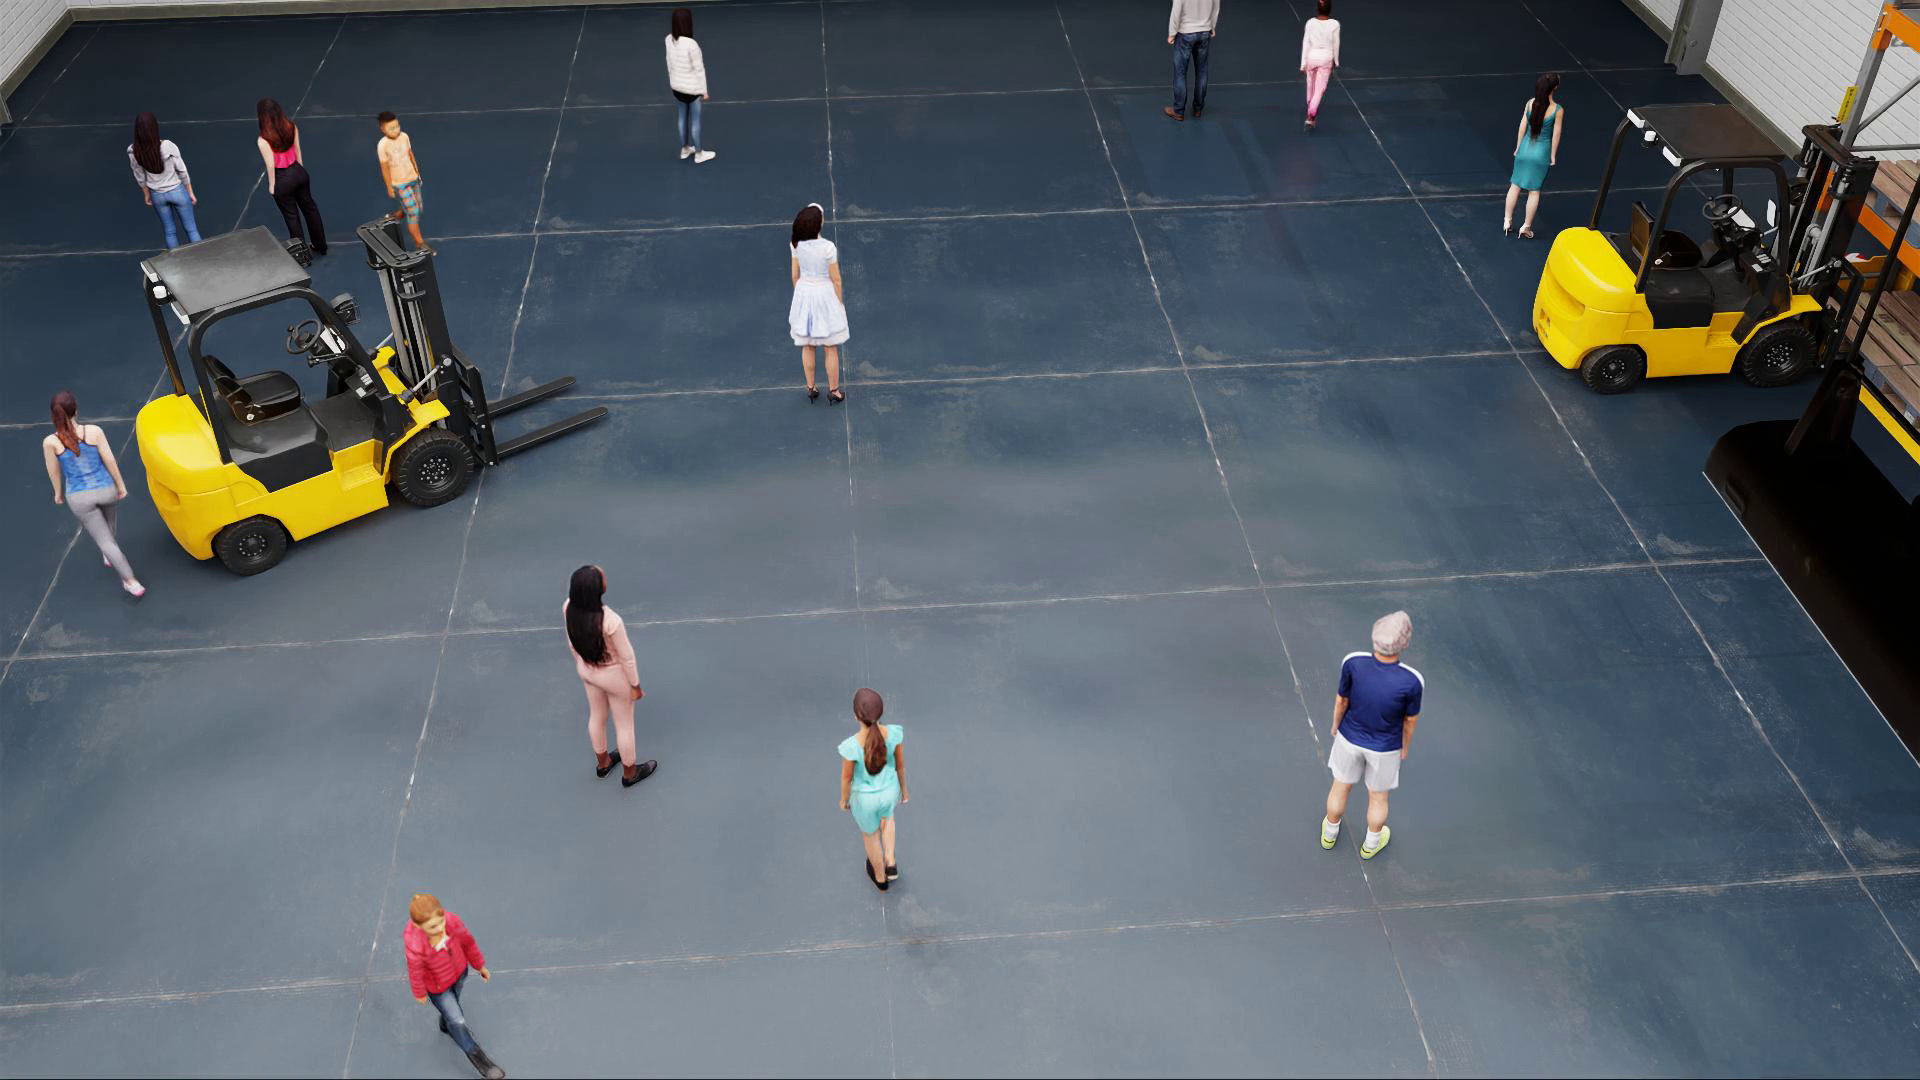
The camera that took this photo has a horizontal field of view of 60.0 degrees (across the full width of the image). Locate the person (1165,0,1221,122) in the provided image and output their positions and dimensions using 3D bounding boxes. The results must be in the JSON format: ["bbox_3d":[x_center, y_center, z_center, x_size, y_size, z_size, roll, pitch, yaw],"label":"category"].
[{"bbox_3d":[2.549,-5.540,18.164,0.786,1.911,0.716,-12,40,-15],"label":"person"}]

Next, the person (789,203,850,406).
[{"bbox_3d":[-1.172,-1.928,13.718,0.820,1.816,0.856,11,40,14],"label":"person"}]

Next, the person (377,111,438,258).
[{"bbox_3d":[-5.369,-3.431,15.896,0.858,1.446,0.880,18,42,21],"label":"person"}]

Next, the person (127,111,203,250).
[{"bbox_3d":[-7.353,-3.201,15.459,0.627,1.632,0.540,-7,39,-9],"label":"person"}]

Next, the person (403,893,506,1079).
[{"bbox_3d":[-2.785,2.290,8.856,0.838,1.292,0.824,21,43,24],"label":"person"}]

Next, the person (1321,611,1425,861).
[{"bbox_3d":[2.429,1.160,9.834,0.714,1.838,0.717,16,41,19],"label":"person"}]

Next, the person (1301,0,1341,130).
[{"bbox_3d":[3.920,-5.209,18.139,0.871,1.425,1.061,17,42,20],"label":"person"}]

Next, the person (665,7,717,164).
[{"bbox_3d":[-2.855,-4.767,17.416,0.710,1.636,0.747,23,44,26],"label":"person"}]

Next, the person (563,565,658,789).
[{"bbox_3d":[-2.200,0.843,10.324,0.704,1.721,0.722,20,43,23],"label":"person"}]

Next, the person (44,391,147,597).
[{"bbox_3d":[-6.156,-0.283,11.856,0.958,1.568,1.100,-28,46,-31],"label":"person"}]

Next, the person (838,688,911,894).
[{"bbox_3d":[-0.466,1.505,9.632,0.633,1.549,0.655,-16,41,-19],"label":"person"}]

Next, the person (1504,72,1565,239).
[{"bbox_3d":[5.539,-3.716,16.060,0.617,1.686,0.669,26,45,29],"label":"person"}]

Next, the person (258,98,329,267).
[{"bbox_3d":[-6.324,-3.385,15.668,0.724,1.659,0.623,18,42,21],"label":"person"}]
